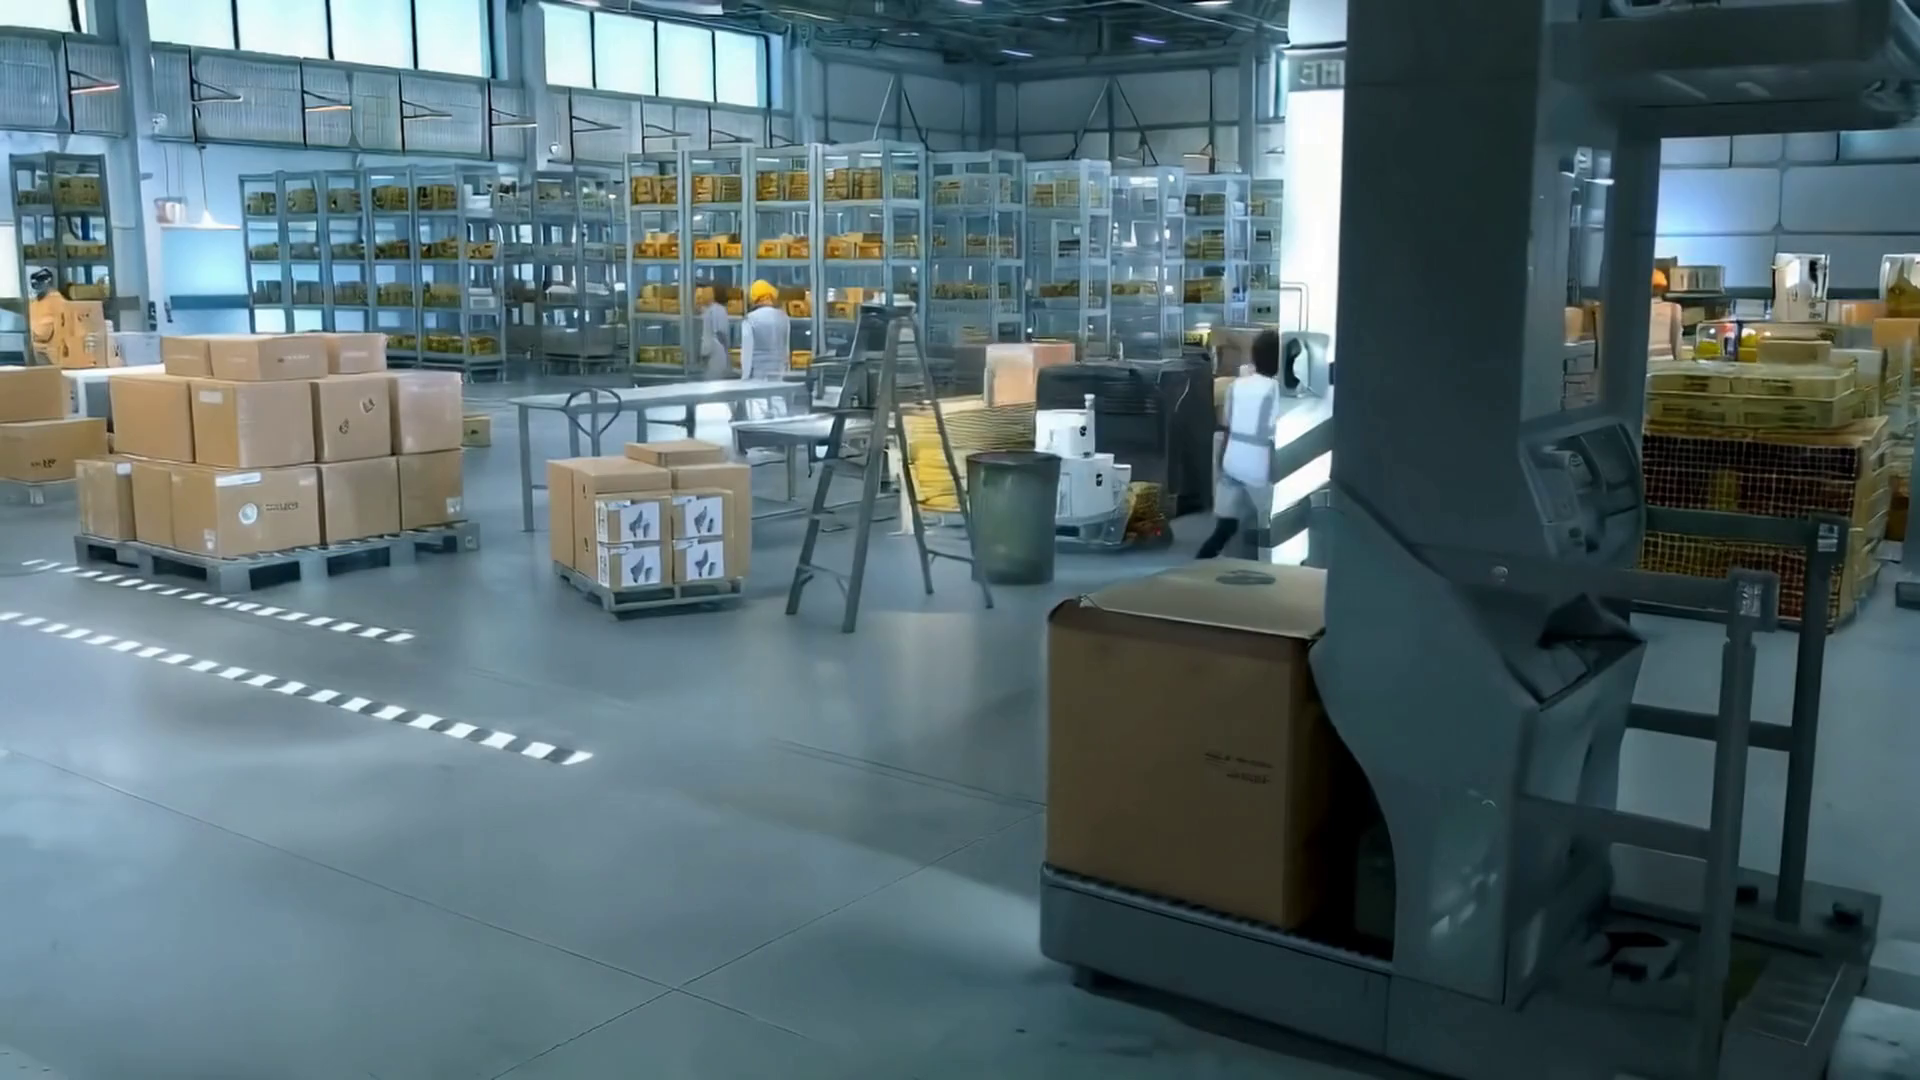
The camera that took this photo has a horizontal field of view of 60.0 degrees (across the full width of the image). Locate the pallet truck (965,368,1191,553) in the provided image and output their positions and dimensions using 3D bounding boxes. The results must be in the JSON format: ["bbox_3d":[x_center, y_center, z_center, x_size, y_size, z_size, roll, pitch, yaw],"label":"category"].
[{"bbox_3d":[0.845,-0.609,11.869,1.630,1.274,0.653,7,12,35],"label":"pallet truck"}]

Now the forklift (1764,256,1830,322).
[{"bbox_3d":[20.253,-5.854,40.139,1.157,1.987,2.680,7,12,35],"label":"forklift"}]

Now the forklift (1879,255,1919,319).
[{"bbox_3d":[22.089,-5.634,38.796,1.157,1.987,2.680,6,11,33],"label":"forklift"}]

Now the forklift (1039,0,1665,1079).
[{"bbox_3d":[1.249,-0.137,4.360,1.873,2.768,1.129,7,12,35],"label":"forklift"}]

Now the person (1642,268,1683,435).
[{"bbox_3d":[6.832,-1.711,16.503,0.607,1.947,0.405,0,10,1],"label":"person"}]

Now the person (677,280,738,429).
[{"bbox_3d":[-2.972,-2.231,20.038,0.916,1.810,0.578,-3,10,-16],"label":"person"}]

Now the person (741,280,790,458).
[{"bbox_3d":[-1.995,-1.708,16.829,0.404,1.830,0.599,9,13,43],"label":"person"}]

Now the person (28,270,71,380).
[{"bbox_3d":[-11.614,-2.475,21.195,0.638,1.903,0.409,3,10,20],"label":"person"}]

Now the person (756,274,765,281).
[{"bbox_3d":[-3.829,-4.107,31.318,0.985,1.780,0.585,-5,11,-26],"label":"person"}]

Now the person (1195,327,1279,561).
[{"bbox_3d":[1.595,-0.374,9.390,0.810,1.660,0.550,-7,12,-35],"label":"person"}]

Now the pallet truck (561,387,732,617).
[{"bbox_3d":[-1.981,-0.274,10.088,0.680,1.201,1.601,-5,11,-28],"label":"pallet truck"}]
